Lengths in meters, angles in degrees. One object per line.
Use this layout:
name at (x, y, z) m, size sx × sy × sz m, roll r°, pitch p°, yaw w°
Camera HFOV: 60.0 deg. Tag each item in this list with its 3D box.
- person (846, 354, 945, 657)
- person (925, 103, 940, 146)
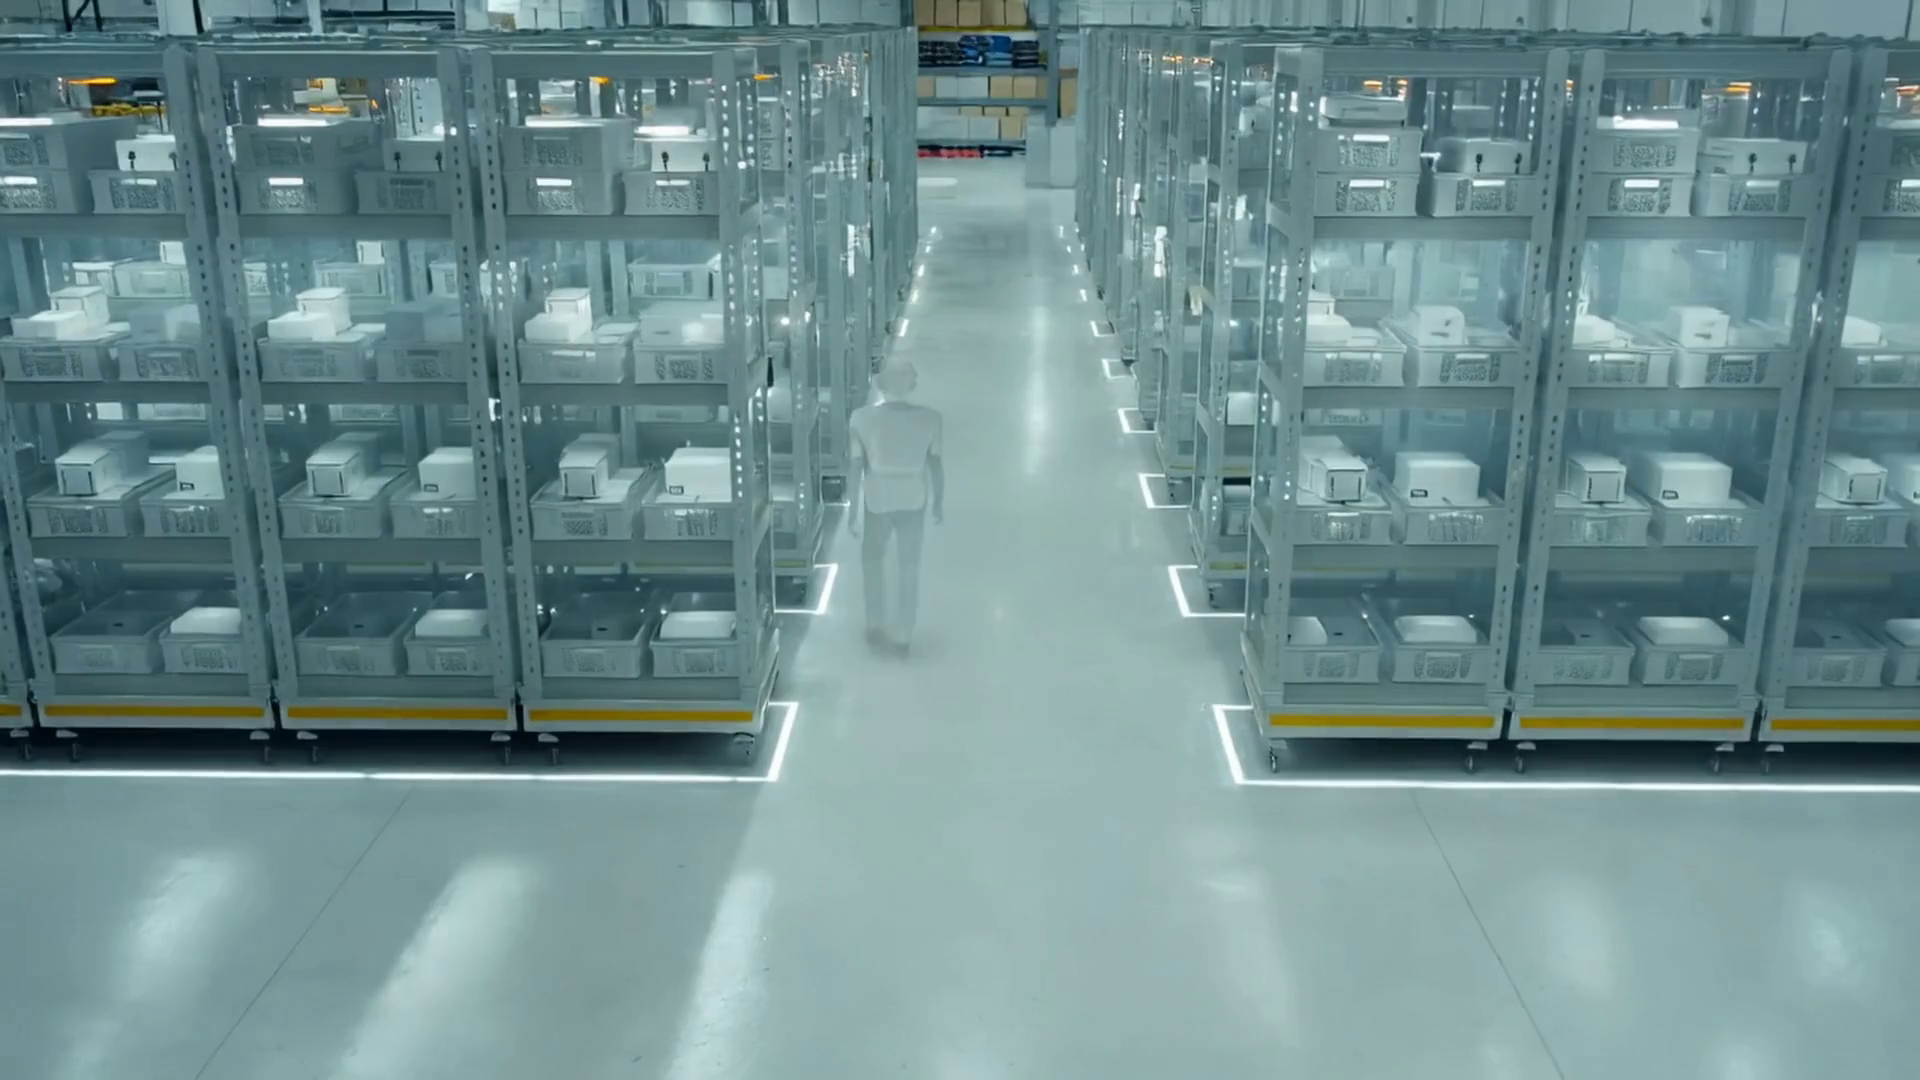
person at (-0.397, -0.224, 10.078) m, size 0.613 × 1.823 × 0.619 m, roll -3°, pitch 18°, yaw -9°
person at (-0.744, -12.843, 50.362) m, size 0.964 × 1.802 × 0.639 m, roll 1°, pitch 17°, yaw 3°
